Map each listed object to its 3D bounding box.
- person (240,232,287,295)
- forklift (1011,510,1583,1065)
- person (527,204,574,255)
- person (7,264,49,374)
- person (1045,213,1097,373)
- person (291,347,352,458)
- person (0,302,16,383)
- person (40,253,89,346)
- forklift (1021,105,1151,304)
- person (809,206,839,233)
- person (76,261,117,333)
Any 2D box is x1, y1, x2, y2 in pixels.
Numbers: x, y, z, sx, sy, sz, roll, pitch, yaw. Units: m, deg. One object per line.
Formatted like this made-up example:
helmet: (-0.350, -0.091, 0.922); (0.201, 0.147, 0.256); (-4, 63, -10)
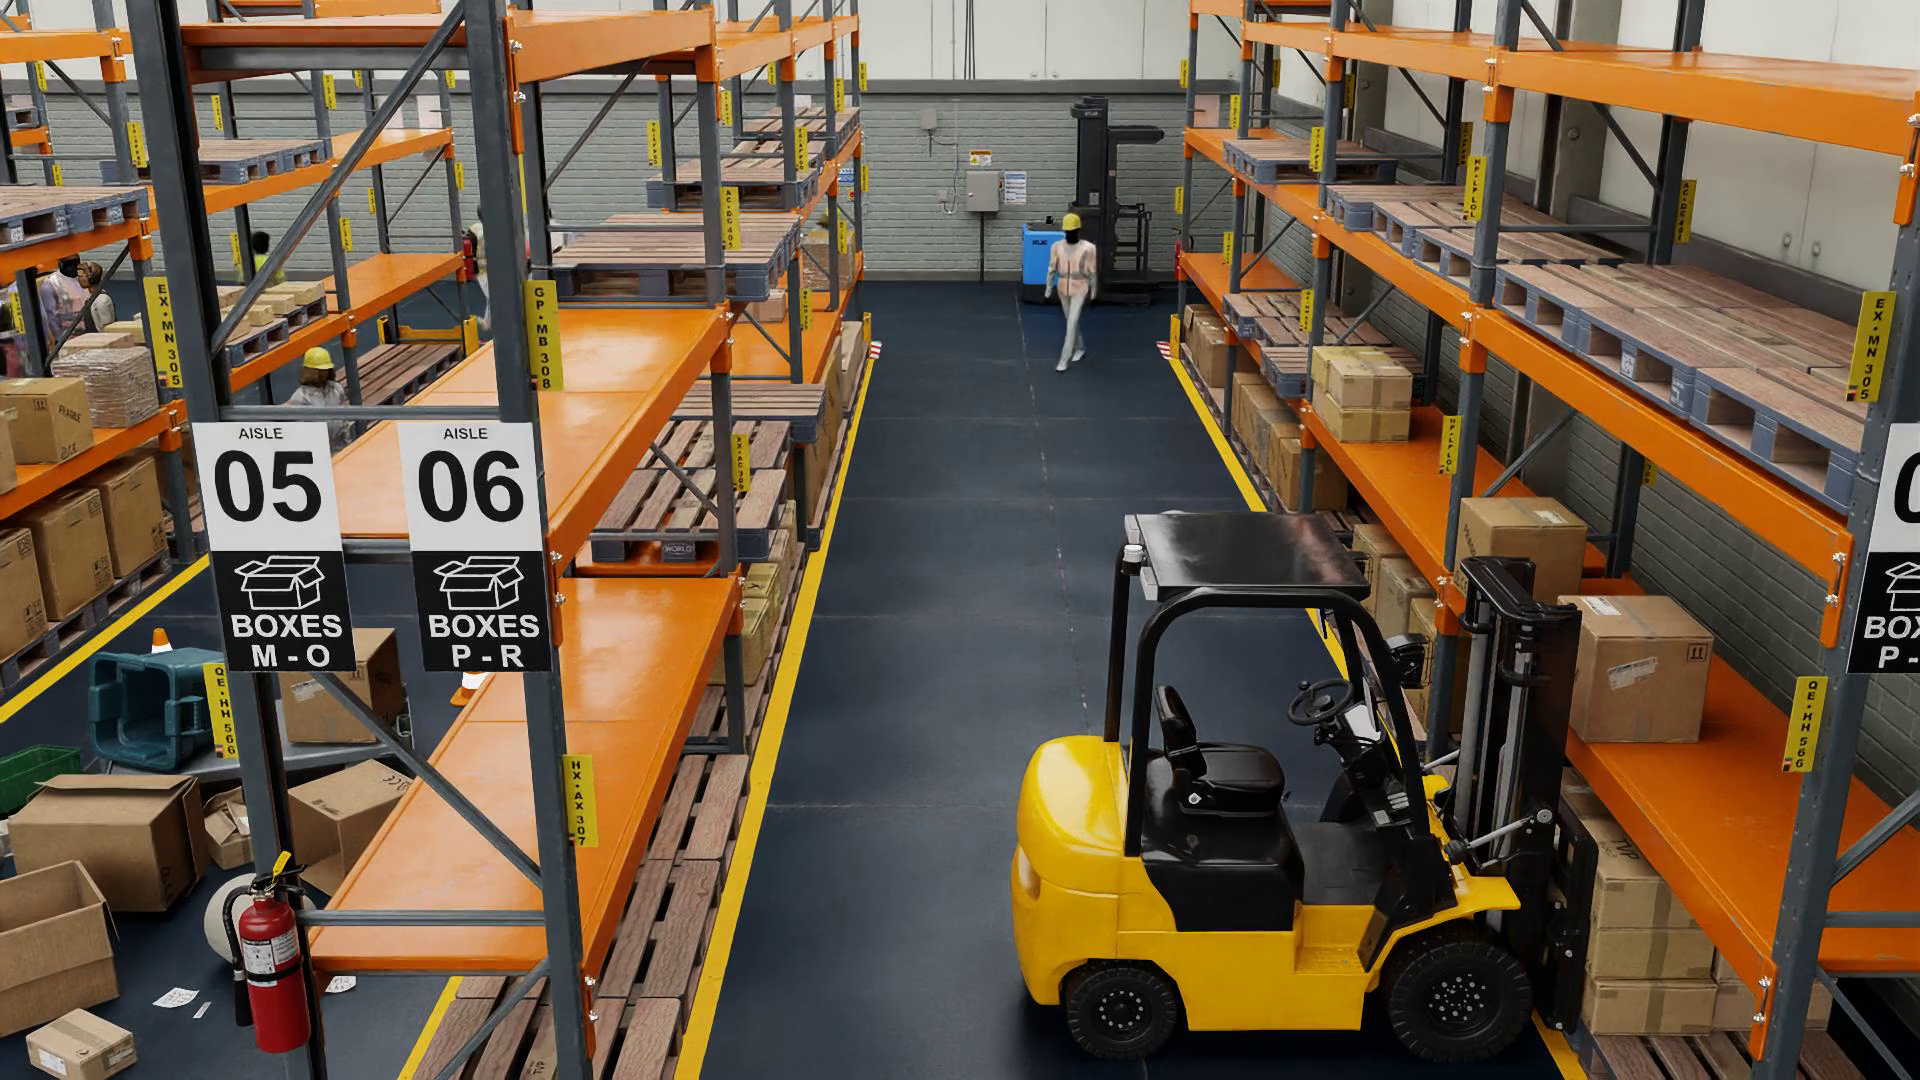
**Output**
person: (-8.440, -2.911, 20.229); (0.544, 1.644, 0.859); (2, 18, 6)
forklift: (1.387, 1.055, 7.378); (2.313, 2.155, 1.214); (0, 18, 0)
person: (-5.215, -3.434, 21.446); (0.644, 1.894, 0.812); (-11, 21, -29)
person: (-9.527, -2.042, 17.144); (0.360, 1.937, 0.542); (-6, 19, -17)
person: (1.363, -3.044, 20.279); (0.608, 1.881, 1.000); (9, 20, 26)
person: (-5.107, -0.703, 13.420); (0.341, 1.734, 0.489); (11, 21, 30)
person: (-9.175, -1.570, 15.582); (0.646, 2.020, 0.719); (1, 18, 3)
person: (-9.400, -2.190, 17.752); (0.430, 1.838, 0.619); (8, 20, 23)
forklift: (1.857, -4.944, 24.441); (1.873, 2.768, 1.129); (0, 18, 0)
person: (-1.825, -3.620, 22.265); (0.638, 1.723, 0.368); (0, 18, 1)
person: (-8.692, -1.906, 16.879); (0.345, 1.846, 0.506); (-12, 22, -33)
